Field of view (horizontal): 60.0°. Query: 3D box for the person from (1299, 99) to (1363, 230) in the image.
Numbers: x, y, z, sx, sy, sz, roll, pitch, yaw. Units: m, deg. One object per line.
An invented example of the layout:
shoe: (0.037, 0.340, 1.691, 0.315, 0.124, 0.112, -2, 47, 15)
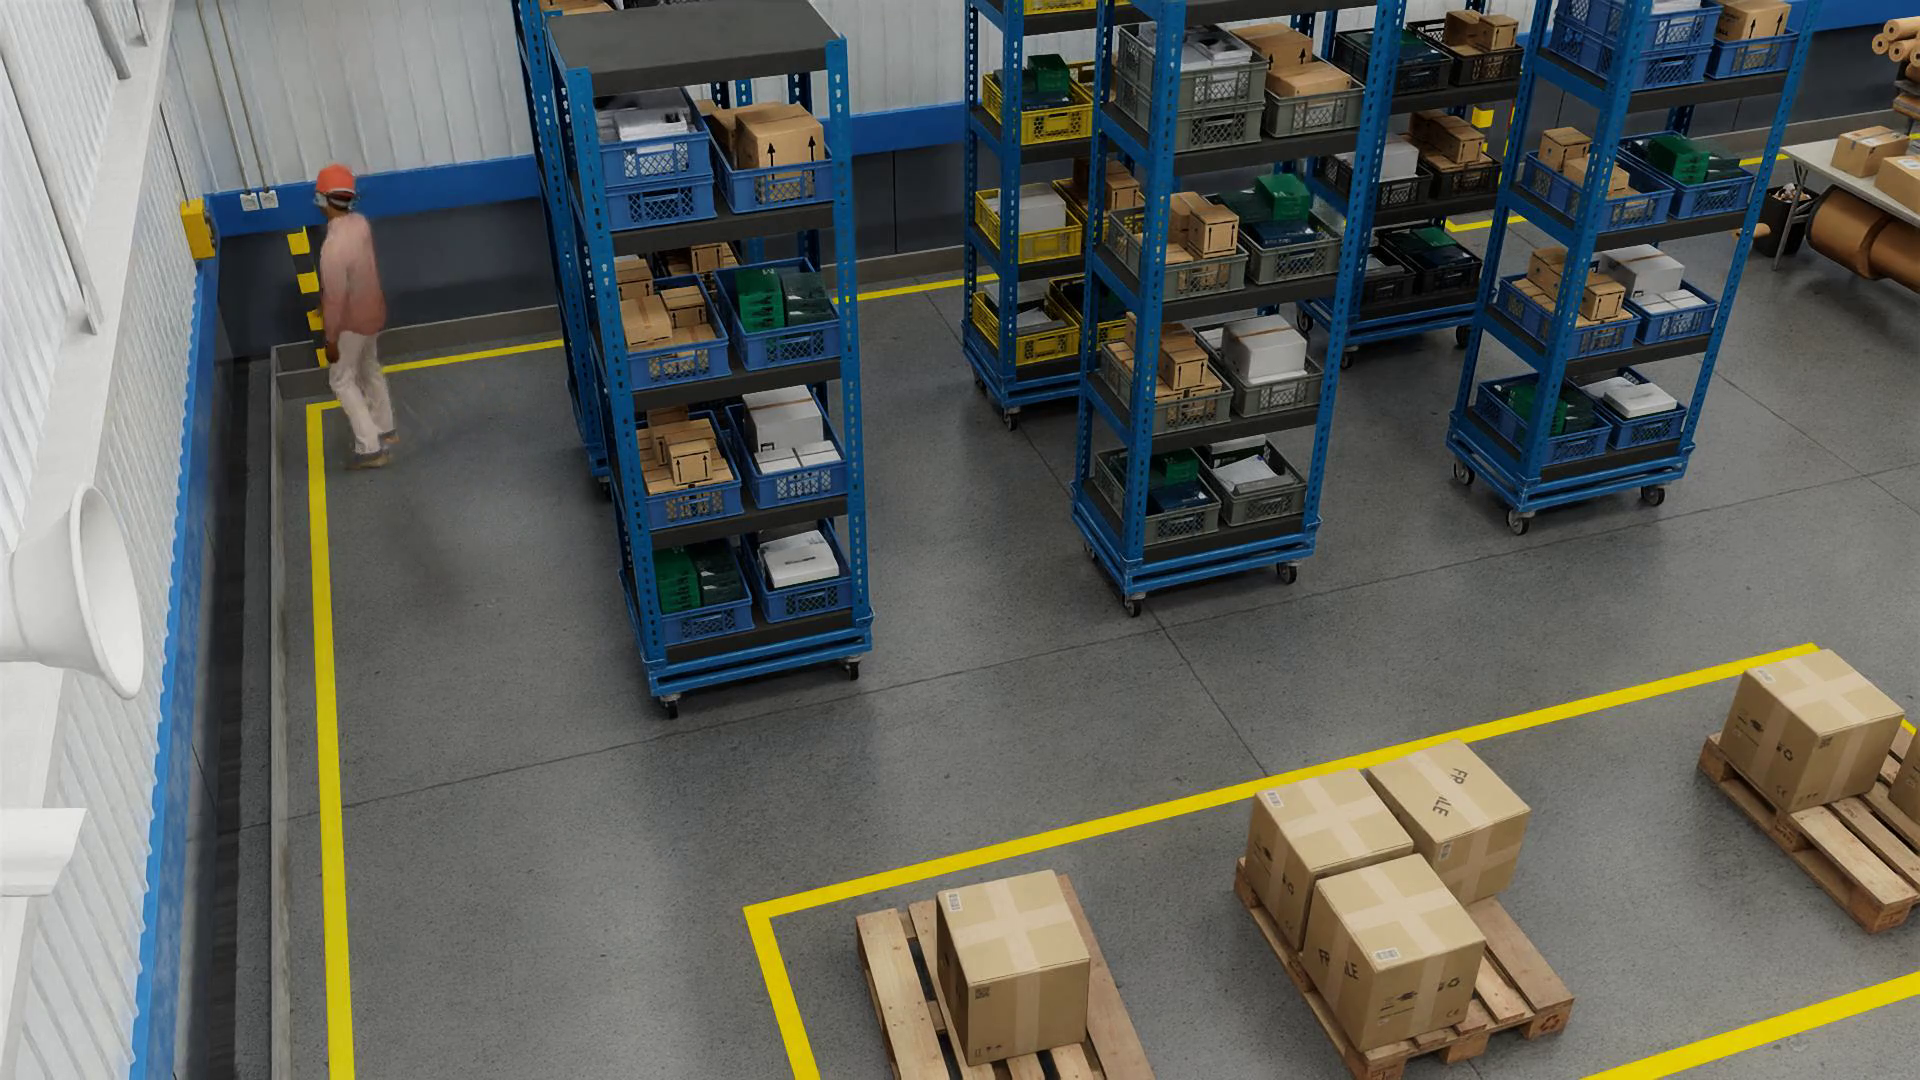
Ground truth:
person: (2.859, -2.705, 12.722, 0.795, 1.582, 0.526, -6, 36, -8)

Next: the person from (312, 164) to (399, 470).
person: (-3.927, -1.401, 10.565, 0.565, 1.958, 0.670, 1, 35, 1)
